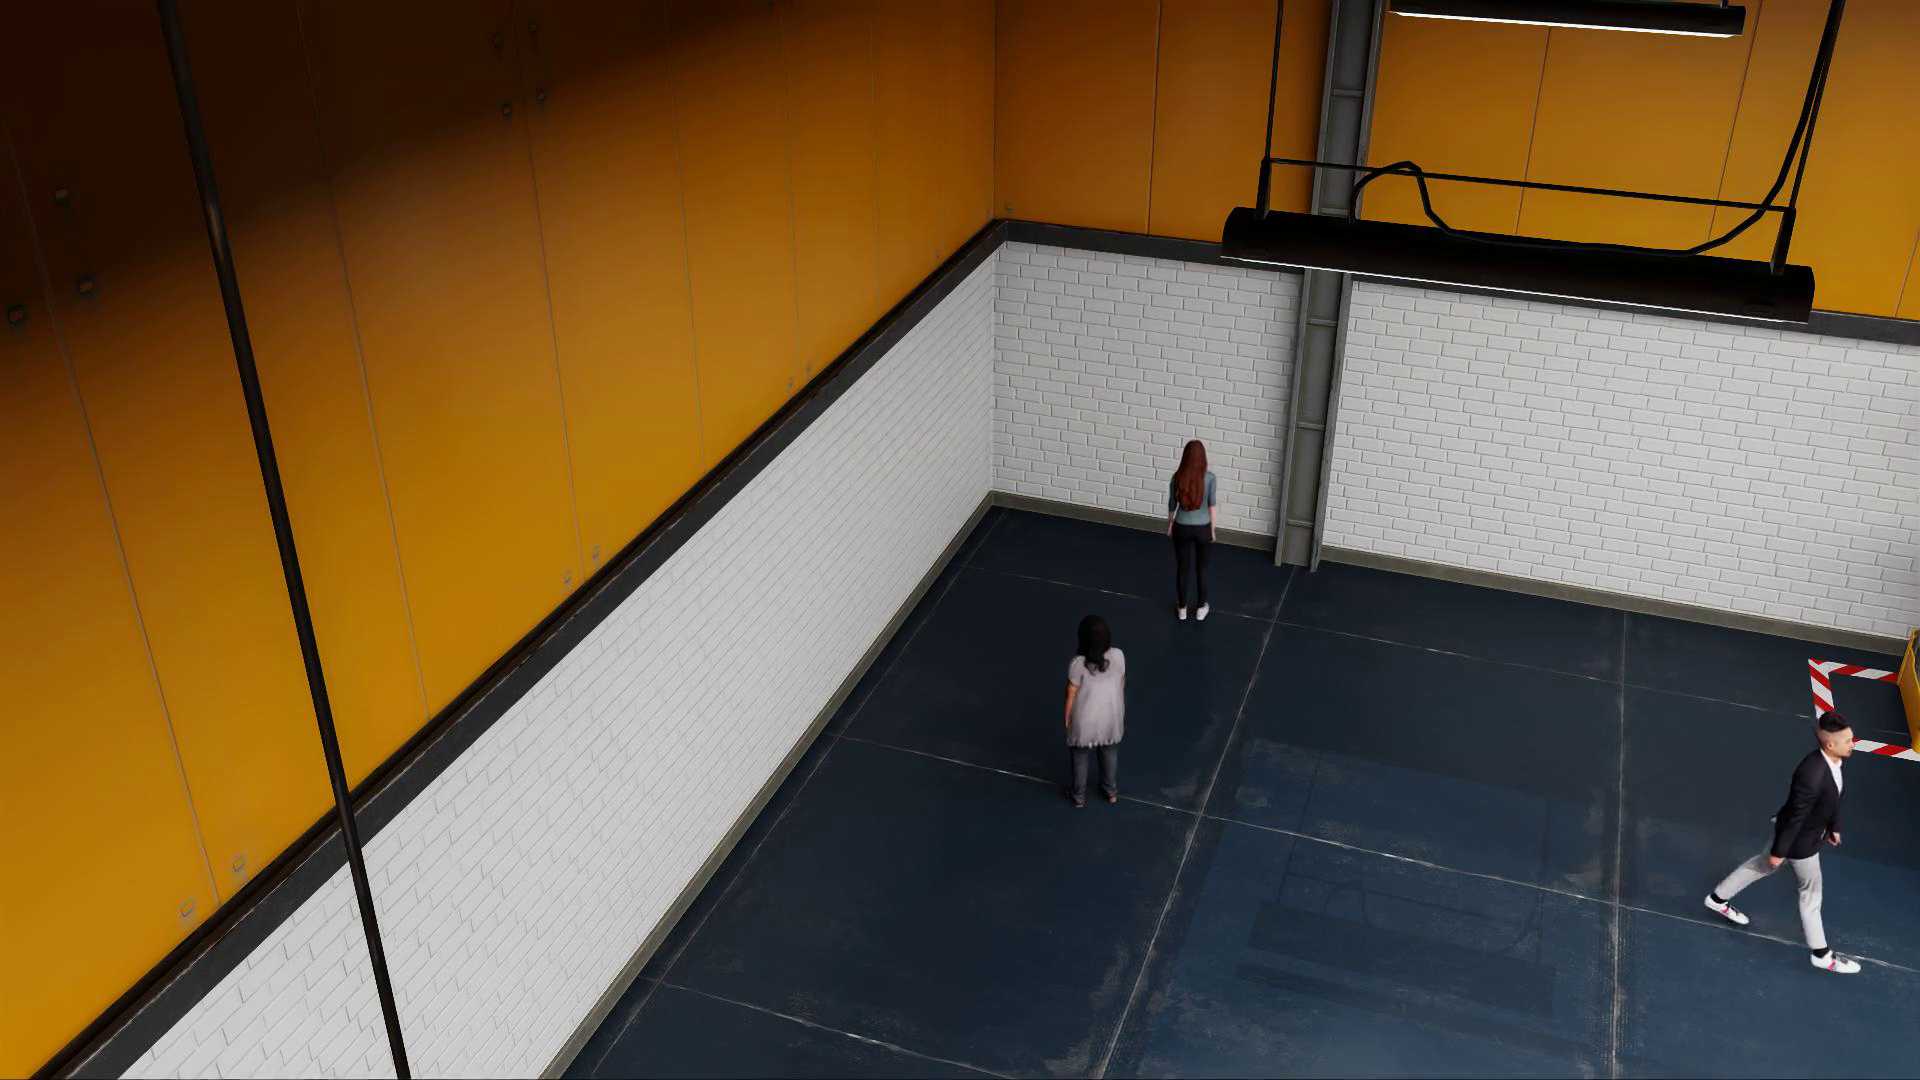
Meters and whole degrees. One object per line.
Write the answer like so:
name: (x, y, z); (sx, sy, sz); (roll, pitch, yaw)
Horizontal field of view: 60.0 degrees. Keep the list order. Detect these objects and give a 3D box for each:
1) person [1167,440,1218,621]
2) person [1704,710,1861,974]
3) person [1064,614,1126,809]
person: (2.065, -0.075, 14.822); (0.526, 1.741, 0.674); (6, 29, 11)
person: (5.466, 1.906, 11.032); (1.361, 1.894, 1.015); (21, 35, 34)
person: (1.015, 1.285, 12.469); (0.769, 1.608, 0.840); (-8, 30, -15)
